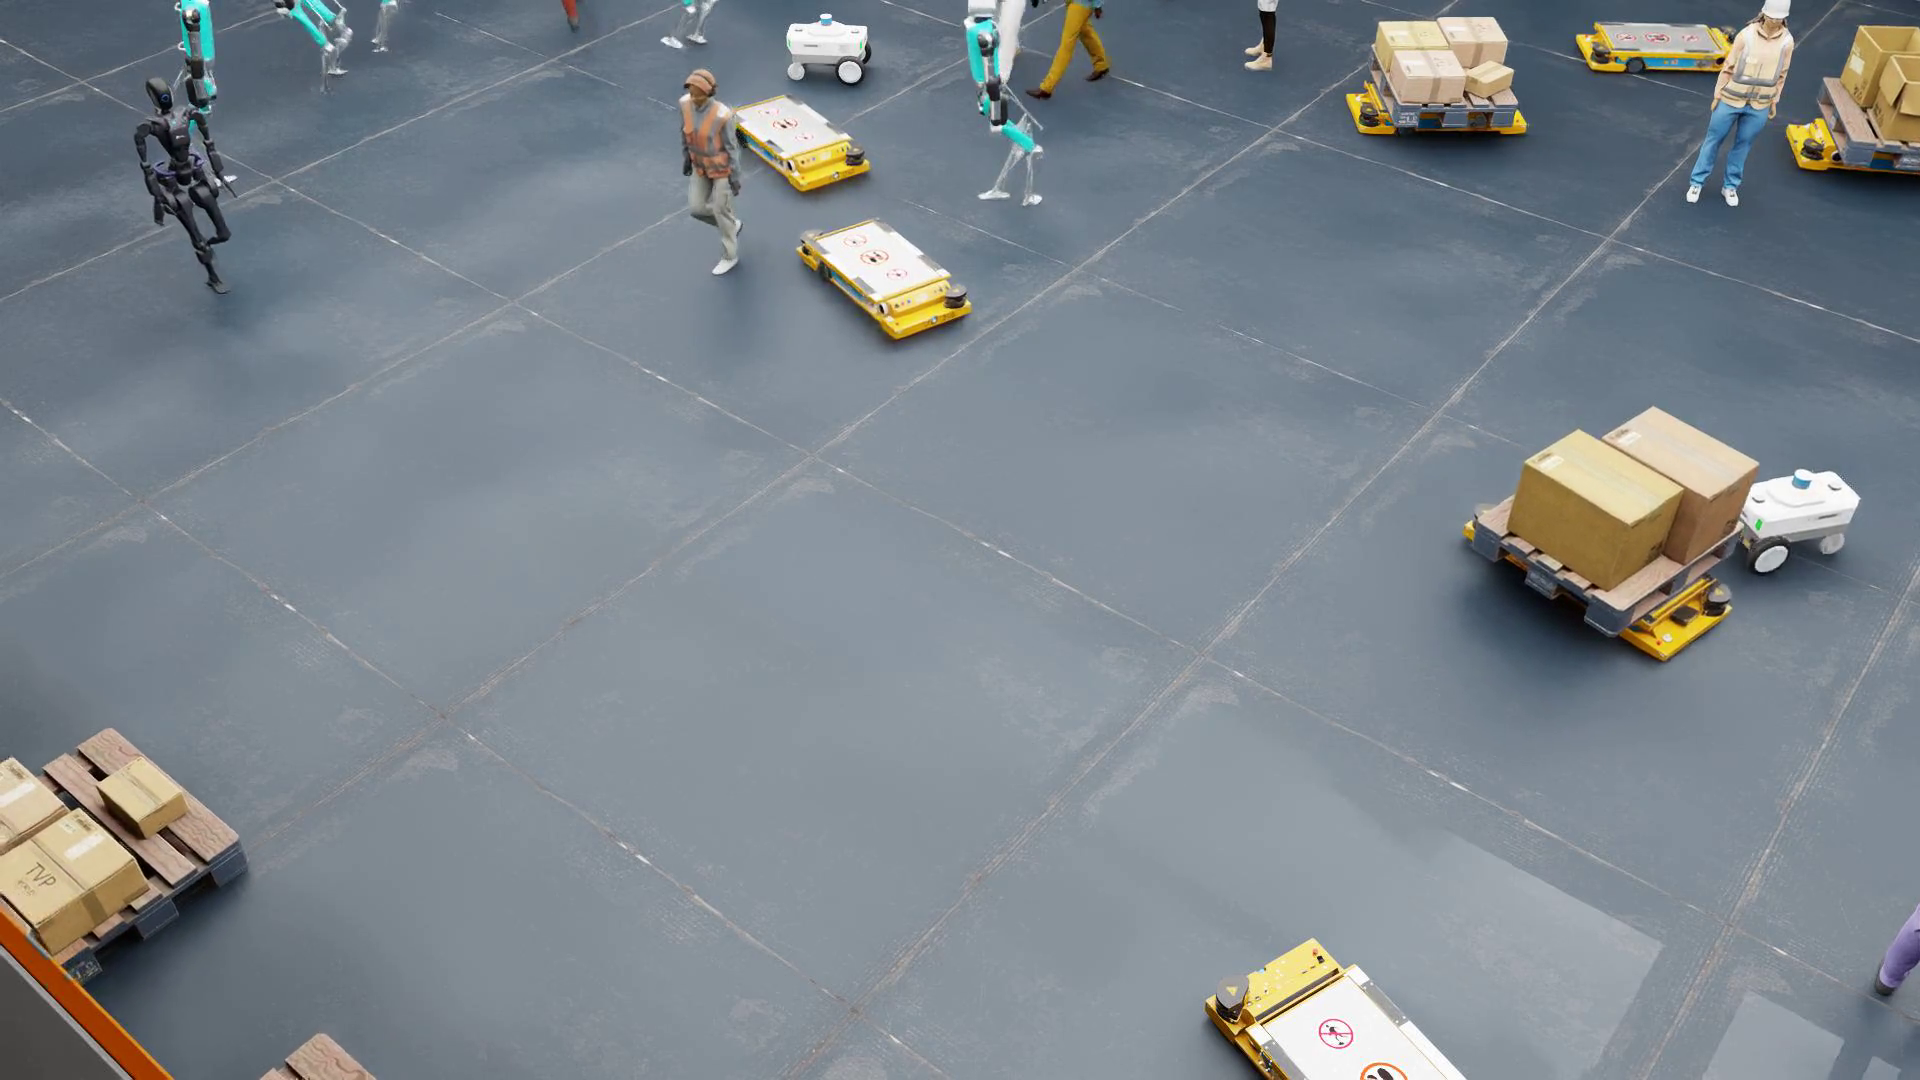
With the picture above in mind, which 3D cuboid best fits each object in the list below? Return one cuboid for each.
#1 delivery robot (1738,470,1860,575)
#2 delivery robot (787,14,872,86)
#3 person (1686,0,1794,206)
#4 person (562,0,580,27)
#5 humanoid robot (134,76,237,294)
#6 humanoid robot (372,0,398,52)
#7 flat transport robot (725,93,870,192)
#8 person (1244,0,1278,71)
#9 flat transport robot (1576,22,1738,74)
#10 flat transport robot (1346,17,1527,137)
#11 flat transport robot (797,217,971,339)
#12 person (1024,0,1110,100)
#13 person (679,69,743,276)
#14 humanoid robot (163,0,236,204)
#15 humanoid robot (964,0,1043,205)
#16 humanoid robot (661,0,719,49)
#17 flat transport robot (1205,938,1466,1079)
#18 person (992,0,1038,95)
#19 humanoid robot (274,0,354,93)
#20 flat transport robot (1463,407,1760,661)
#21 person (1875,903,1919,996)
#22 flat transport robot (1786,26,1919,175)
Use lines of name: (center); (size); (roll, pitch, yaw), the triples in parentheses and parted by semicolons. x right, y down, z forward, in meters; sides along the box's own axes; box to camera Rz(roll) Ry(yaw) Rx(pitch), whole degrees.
delivery robot: (4.991, -0.161, 10.042); (0.784, 0.589, 0.499); (-9, 41, -10)
delivery robot: (-1.183, -4.479, 15.124); (0.774, 0.592, 0.499); (3, 40, 4)
person: (6.144, -3.455, 13.015); (0.486, 1.730, 0.362); (8, 41, 10)
person: (-3.810, -5.895, 15.817); (0.545, 1.815, 1.011); (-12, 42, -14)
humanoid robot: (-5.638, -2.596, 12.047); (0.482, 1.637, 0.609); (30, 48, 30)
humanoid robot: (-5.460, -5.325, 15.198); (0.661, 1.778, 0.535); (-18, 44, -20)
flat transport robot: (-1.423, -3.387, 14.063); (0.659, 0.231, 1.431); (-24, 46, -26)
person: (2.770, -5.094, 14.974); (0.321, 1.689, 0.531); (6, 41, 8)
flat transport robot: (6.530, -4.558, 15.439); (1.431, 0.231, 0.659); (2, 40, 3)
flat transport robot: (4.151, -3.769, 14.512); (1.431, 0.231, 0.659); (0, 40, 0)
flat transport robot: (-0.585, -1.986, 12.414); (0.659, 0.231, 1.431); (-24, 46, -25)
person: (0.991, -4.745, 14.551); (0.971, 1.691, 0.546); (-19, 44, -21)
person: (-1.800, -2.729, 12.235); (0.557, 1.616, 0.416); (26, 47, 27)
humanoid robot: (-6.146, -3.528, 13.108); (0.825, 1.789, 0.588); (-9, 41, -10)
humanoid robot: (0.440, -3.375, 12.954); (0.827, 1.814, 0.549); (-9, 41, -10)
humanoid robot: (-2.498, -5.322, 15.194); (0.696, 1.779, 0.544); (29, 48, 30)
flat transport robot: (1.778, 2.383, 7.275); (0.659, 0.231, 1.431); (-22, 45, -24)
person: (0.420, -4.890, 14.667); (0.628, 1.793, 0.957); (19, 44, 21)
humanoid robot: (-5.708, -4.764, 14.574); (0.771, 1.800, 0.533); (8, 41, 10)
flat transport robot: (3.789, 0.140, 9.913); (0.659, 0.231, 1.431); (-27, 47, -28)
person: (4.445, 1.433, 7.175); (0.391, 1.846, 0.562); (-29, 48, -30)
flat transport robot: (7.751, -3.275, 13.931); (1.431, 0.231, 0.659); (7, 41, 8)
